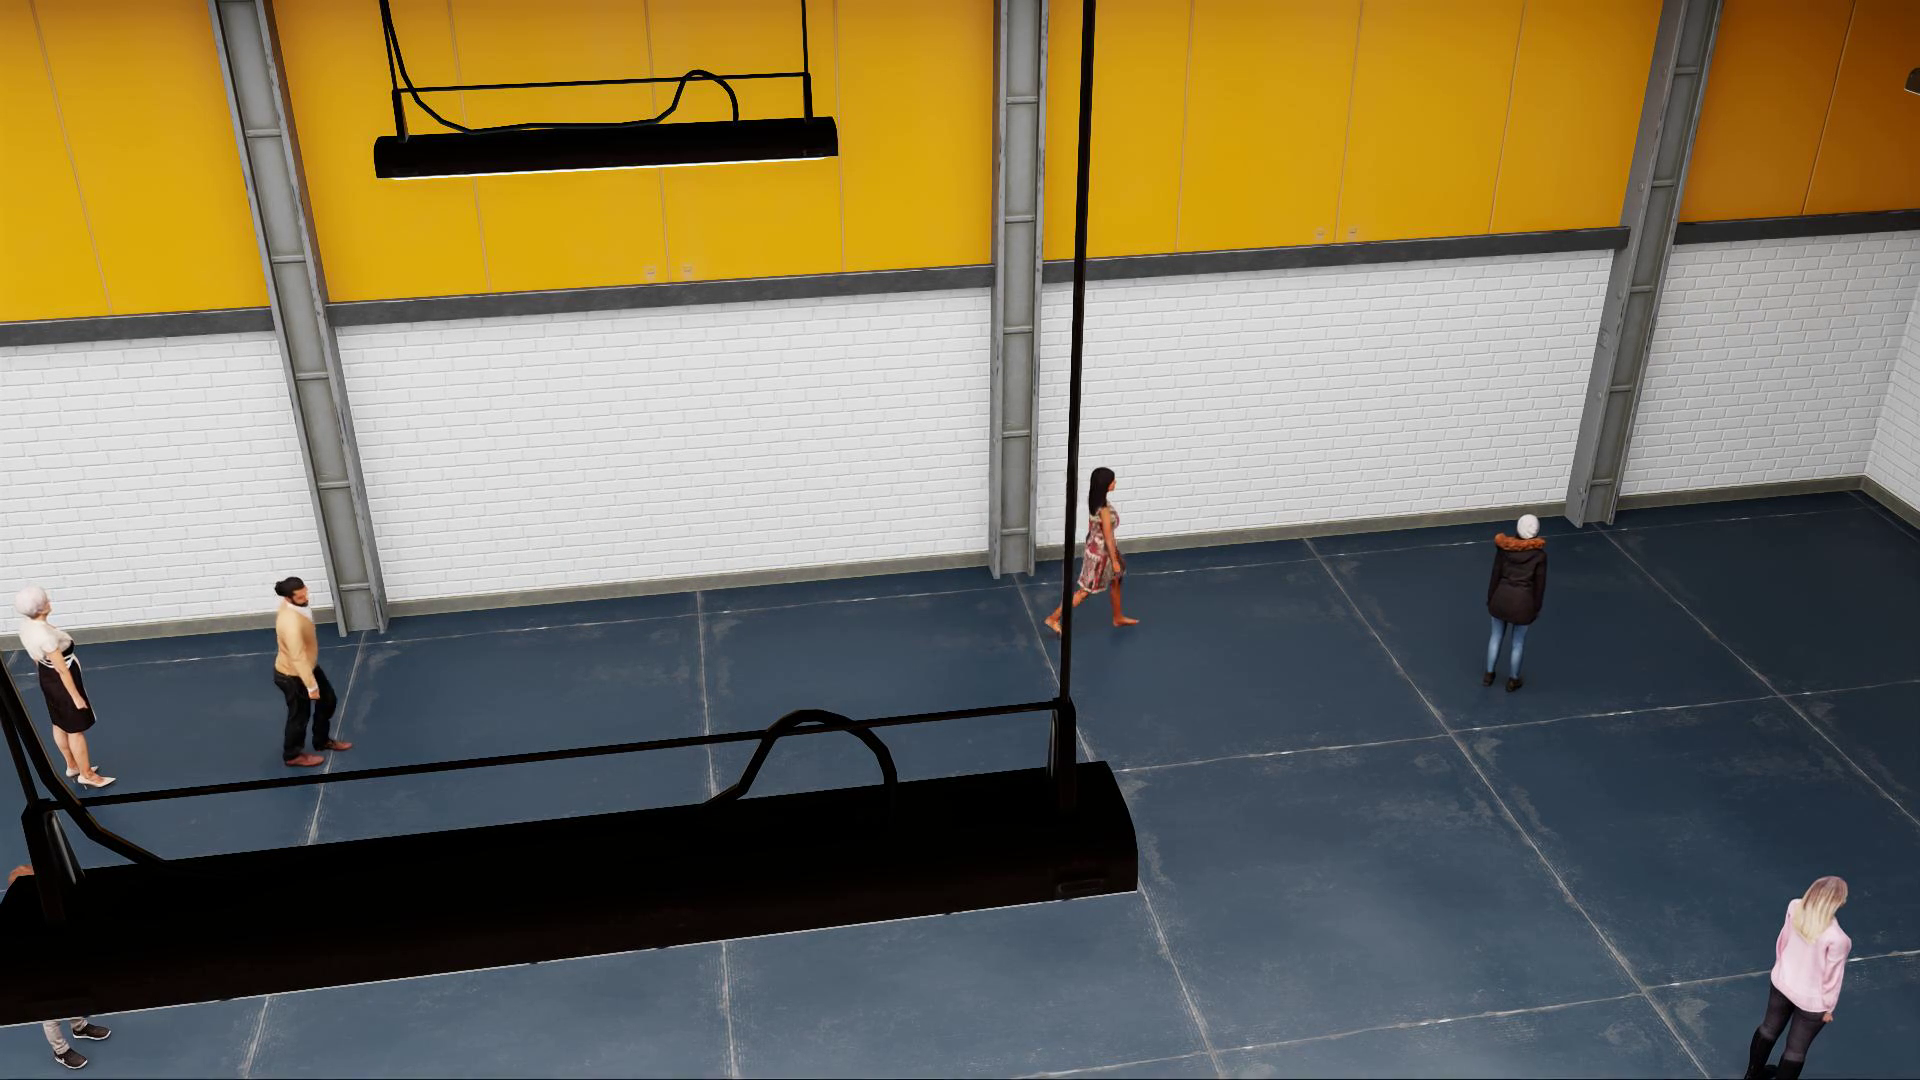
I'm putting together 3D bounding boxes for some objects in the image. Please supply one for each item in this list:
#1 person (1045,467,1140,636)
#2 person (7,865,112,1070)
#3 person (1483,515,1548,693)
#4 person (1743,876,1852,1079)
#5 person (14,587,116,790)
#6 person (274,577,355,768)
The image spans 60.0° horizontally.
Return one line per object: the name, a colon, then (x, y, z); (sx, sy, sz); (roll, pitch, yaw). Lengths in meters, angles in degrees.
person: (1.151, 0.143, 14.615); (1.122, 1.610, 0.690); (-2, 29, -3)
person: (-5.624, 2.602, 10.280); (0.558, 1.444, 0.571); (4, 29, 8)
person: (4.636, 0.515, 13.909); (0.726, 1.633, 0.790); (17, 33, 29)
person: (4.997, 2.673, 9.894); (0.571, 1.688, 0.619); (-8, 30, -15)
person: (-6.852, 1.131, 12.651); (0.697, 1.756, 0.740); (21, 35, 34)
person: (-5.176, 1.028, 12.881); (0.734, 1.716, 0.677); (-8, 30, -15)
